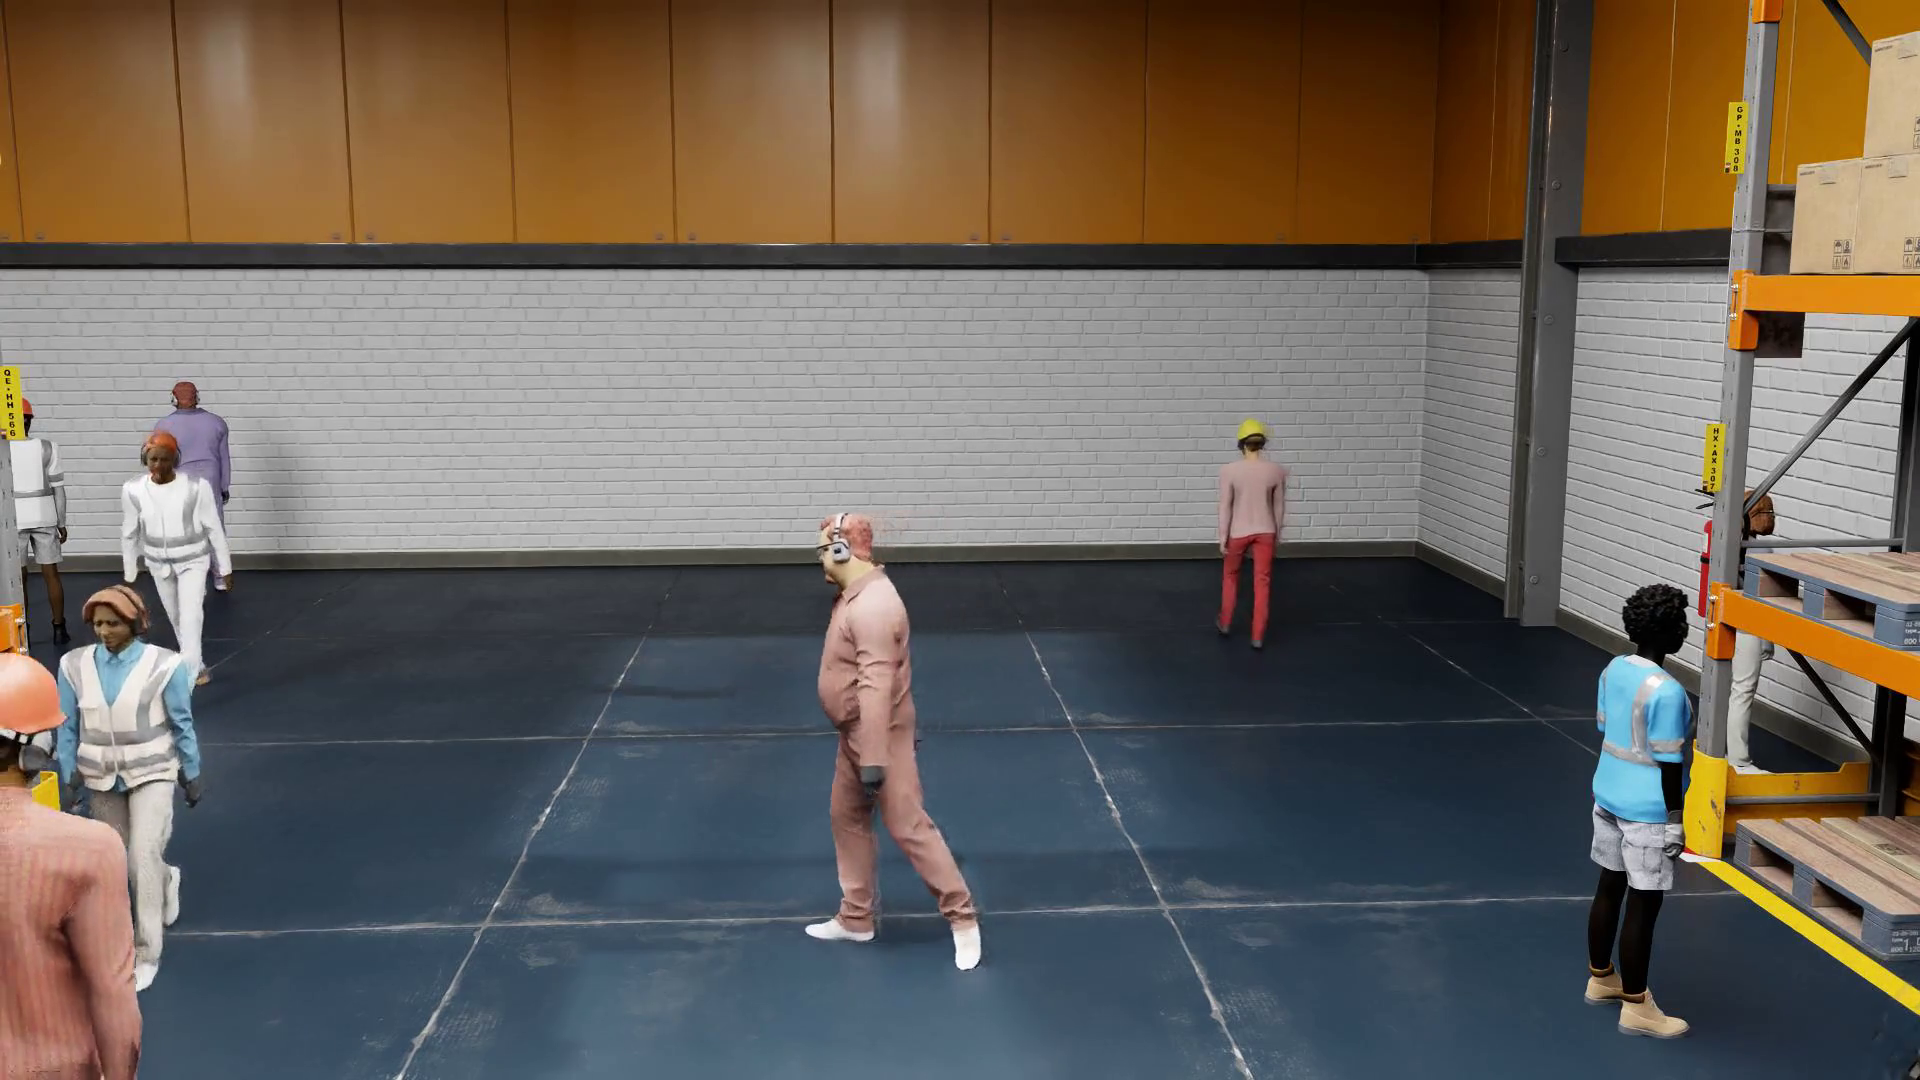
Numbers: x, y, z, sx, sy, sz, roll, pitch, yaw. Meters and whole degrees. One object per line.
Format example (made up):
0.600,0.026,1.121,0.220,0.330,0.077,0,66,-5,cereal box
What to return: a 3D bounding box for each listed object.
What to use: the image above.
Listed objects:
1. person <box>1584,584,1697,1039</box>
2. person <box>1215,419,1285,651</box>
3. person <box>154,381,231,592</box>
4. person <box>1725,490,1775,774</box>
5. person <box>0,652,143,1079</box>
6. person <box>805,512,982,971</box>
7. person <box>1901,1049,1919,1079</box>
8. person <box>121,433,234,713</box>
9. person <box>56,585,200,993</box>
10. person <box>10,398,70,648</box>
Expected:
2.564,1.001,6.251,0.318,1.697,0.535,-1,9,-5,person
2.208,-0.058,12.775,0.539,1.739,0.807,0,9,-2,person
-6.800,-0.453,14.748,0.638,1.902,0.407,-9,12,-43,person
4.434,0.526,9.426,0.280,1.634,0.498,-1,9,-8,person
-2.228,1.228,3.971,0.637,1.956,0.877,-1,9,-9,person
-0.259,0.816,6.937,0.728,1.869,0.681,-2,9,-9,person
1.304,1.529,2.251,0.639,1.923,0.467,1,9,3,person
-5.180,0.197,10.945,0.658,1.812,1.050,0,9,-2,person
-3.378,0.956,6.834,0.519,1.610,0.757,-1,9,-3,person
-7.097,-0.135,12.657,0.542,1.929,0.368,-6,11,-35,person
